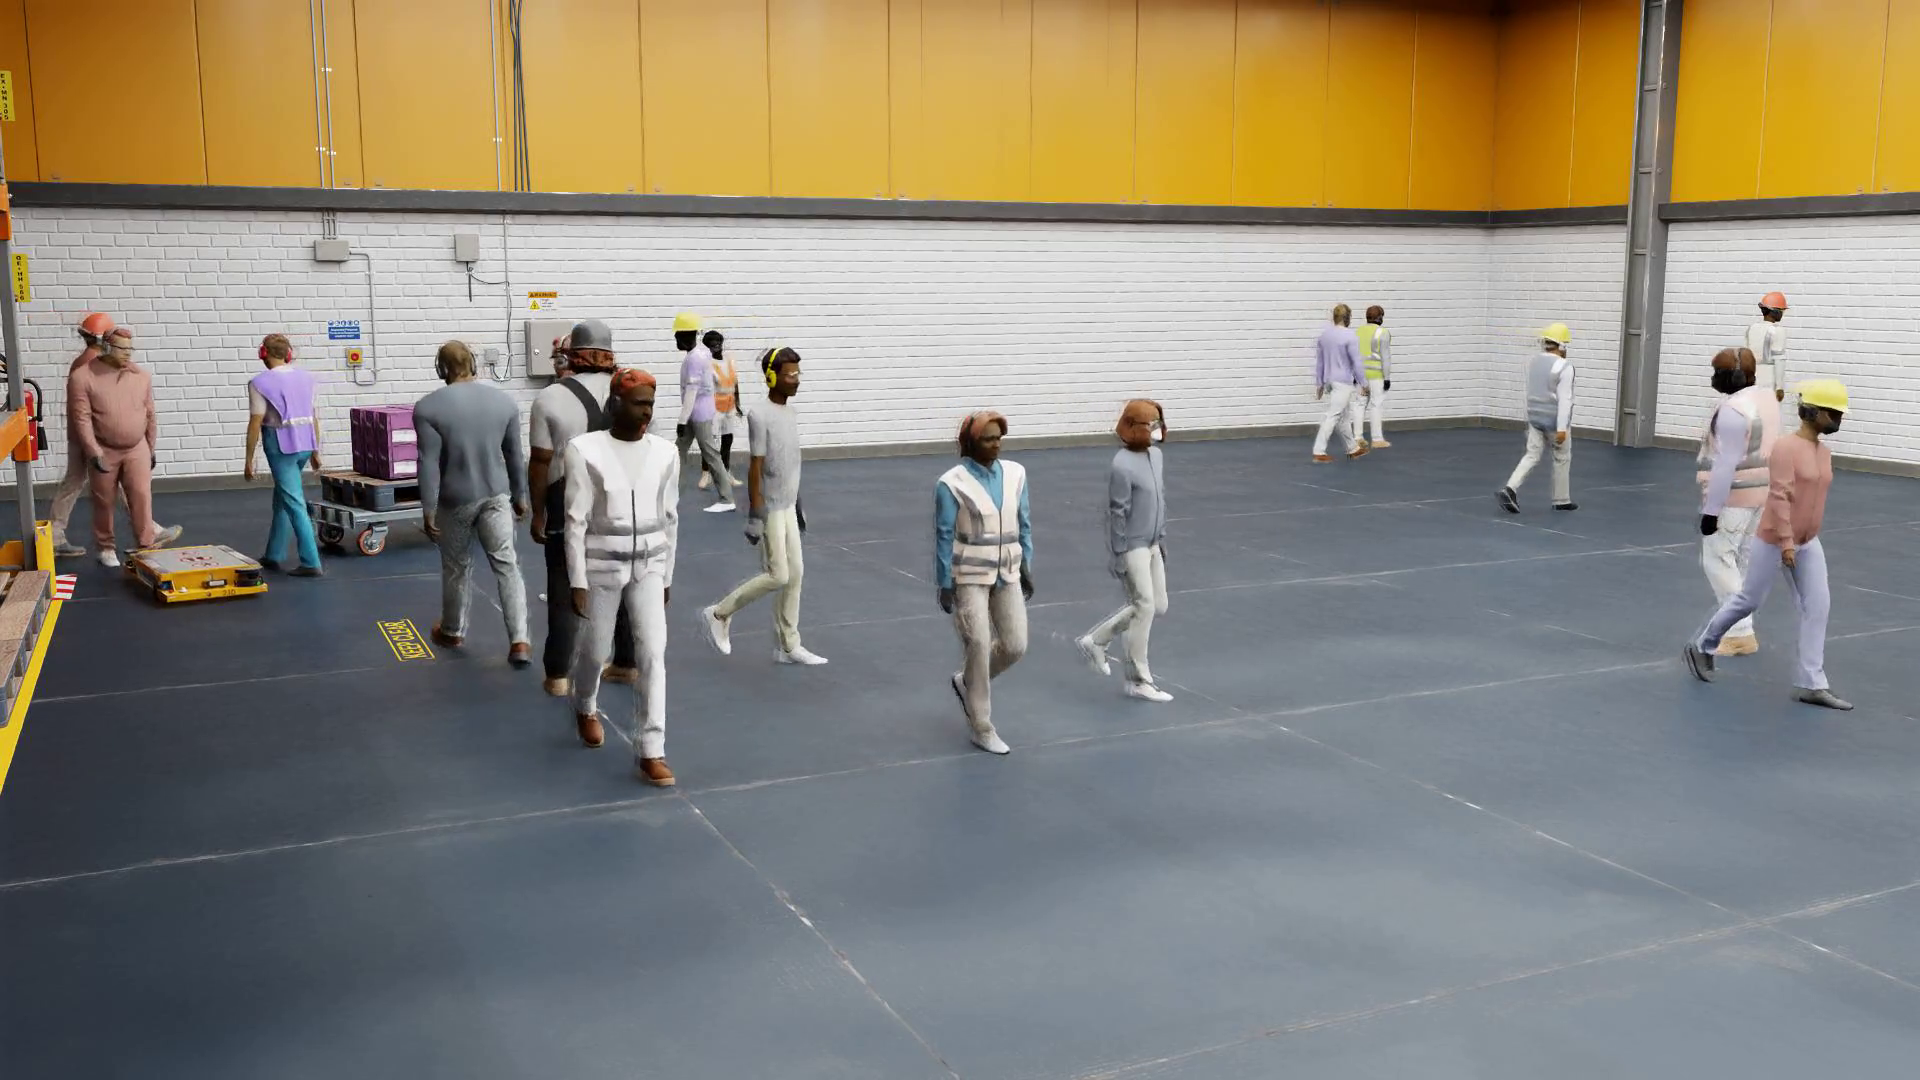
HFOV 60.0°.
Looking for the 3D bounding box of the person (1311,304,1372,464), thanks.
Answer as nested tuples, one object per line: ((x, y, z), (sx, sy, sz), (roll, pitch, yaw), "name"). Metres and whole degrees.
((4.544, -1.847, 19.738), (0.986, 1.892, 0.644), (-4, 10, -22), "person")

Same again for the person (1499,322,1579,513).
((5.451, -1.127, 15.518), (0.837, 1.806, 0.596), (-4, 10, -26), "person")

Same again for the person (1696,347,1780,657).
((4.615, -0.223, 9.883), (0.668, 1.826, 0.469), (-9, 13, -43), "person")

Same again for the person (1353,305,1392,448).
((5.339, -2.116, 21.532), (0.429, 1.841, 0.632), (-6, 11, -34), "person")

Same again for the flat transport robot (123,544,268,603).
((-5.490, 0.219, 11.901), (0.652, 0.197, 1.431), (-7, 11, -36), "flat transport robot")

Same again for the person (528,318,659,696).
((-1.983, -0.190, 8.963), (0.704, 2.000, 0.544), (-5, 10, -28), "person")

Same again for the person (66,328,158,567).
((-6.367, -0.676, 12.592), (0.636, 1.850, 0.926), (-9, 13, -44), "person")

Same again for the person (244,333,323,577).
((-5.113, -0.624, 12.379), (0.836, 1.795, 0.595), (3, 10, 20), "person")

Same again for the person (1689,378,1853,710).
((4.378, -0.017, 8.881), (0.531, 1.716, 0.887), (-5, 10, -27), "person")

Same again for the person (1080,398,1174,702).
((0.908, 0.042, 8.843), (0.501, 1.612, 0.509), (5, 11, 29), "person")

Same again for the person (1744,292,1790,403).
((9.122, -1.780, 18.820), (0.394, 2.041, 0.612), (-2, 9, -12), "person")

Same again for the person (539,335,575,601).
((-2.491, -0.431, 11.056), (0.976, 1.860, 0.647), (5, 10, 27), "person")

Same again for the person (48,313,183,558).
((-6.887, -0.838, 13.322), (0.655, 1.930, 1.035), (8, 12, 42), "person")

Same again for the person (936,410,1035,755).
((0.089, 0.183, 7.914), (0.537, 1.624, 0.494), (-6, 11, -35), "person")

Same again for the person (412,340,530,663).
((-2.828, -0.221, 9.705), (0.681, 1.873, 1.063), (-7, 11, -36), "person")

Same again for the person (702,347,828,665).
((-1.116, -0.183, 9.553), (0.640, 1.849, 0.506), (3, 10, 17), "person")

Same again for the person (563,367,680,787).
((-1.551, 0.133, 7.567), (0.582, 1.849, 0.910), (-5, 11, -30), "person")

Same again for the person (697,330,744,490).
((-2.515, -1.349, 17.322), (0.322, 1.666, 0.606), (6, 11, 34), "person")

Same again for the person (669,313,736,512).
((-2.577, -1.177, 15.592), (0.983, 1.877, 0.612), (-2, 9, -11), "person")
